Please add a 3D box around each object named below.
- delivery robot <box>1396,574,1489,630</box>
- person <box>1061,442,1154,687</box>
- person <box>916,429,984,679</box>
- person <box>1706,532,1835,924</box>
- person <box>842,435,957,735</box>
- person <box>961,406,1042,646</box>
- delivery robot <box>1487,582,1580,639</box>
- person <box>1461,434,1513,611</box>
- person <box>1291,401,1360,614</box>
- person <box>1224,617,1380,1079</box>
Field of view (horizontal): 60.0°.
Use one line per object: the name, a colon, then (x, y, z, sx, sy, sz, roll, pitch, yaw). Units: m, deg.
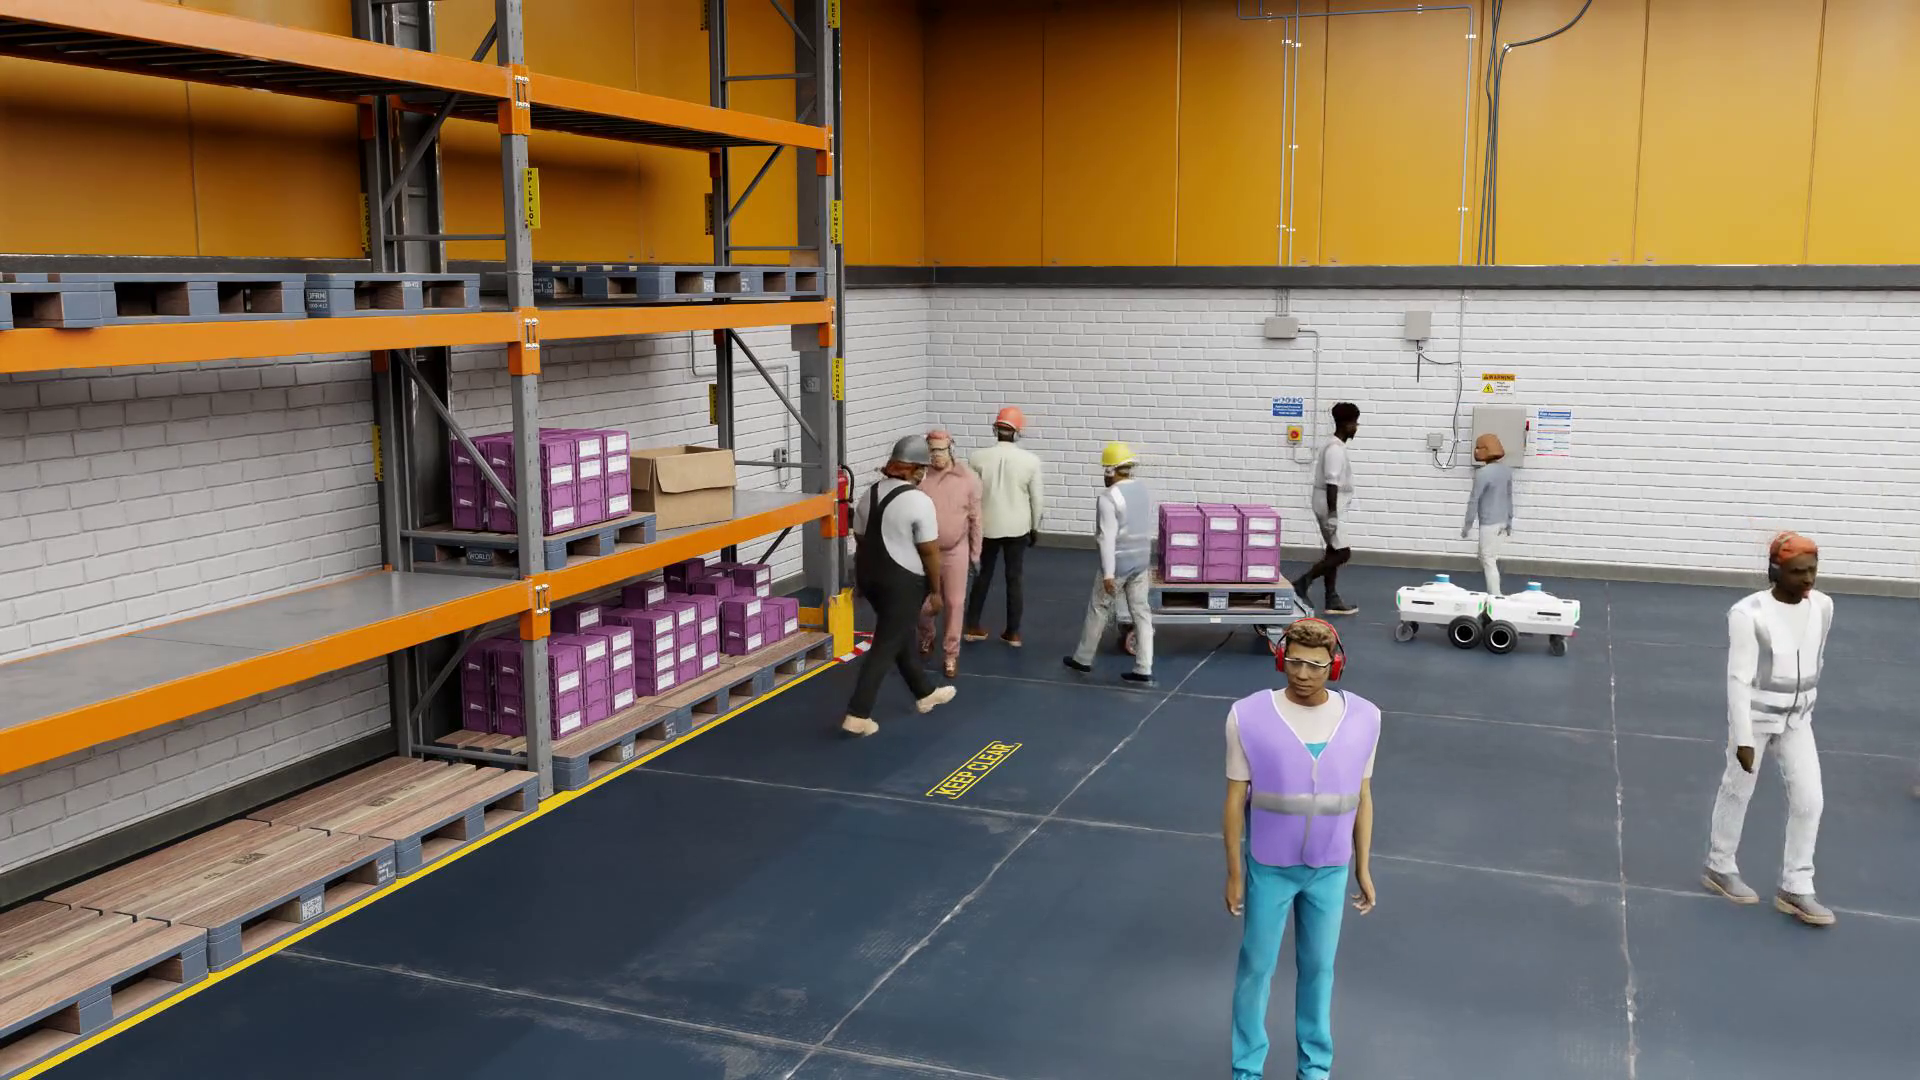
delivery robot: (3.983, 0.529, 13.753, 0.707, 0.478, 0.477, 4, 10, 26)
person: (1.129, 0.170, 12.417, 0.591, 1.793, 0.859, -8, 12, -40)
person: (-0.146, 0.086, 12.657, 0.660, 1.890, 0.516, 0, 9, 1)
person: (3.844, 0.873, 7.809, 0.584, 1.845, 0.790, -2, 9, -12)
person: (-0.419, 0.254, 11.119, 1.059, 2.000, 0.726, -7, 11, -36)
person: (0.326, -0.108, 13.623, 0.682, 1.968, 0.471, 1, 9, 5)
delivery robot: (4.619, 0.586, 13.396, 0.707, 0.478, 0.477, 3, 10, 20)
person: (4.725, -0.137, 14.892, 0.516, 1.615, 0.431, -9, 12, -43)
person: (3.264, -0.274, 14.750, 0.550, 1.940, 0.640, 1, 9, 6)
person: (1.217, 1.171, 5.985, 0.565, 1.841, 0.396, -1, 9, -8)
